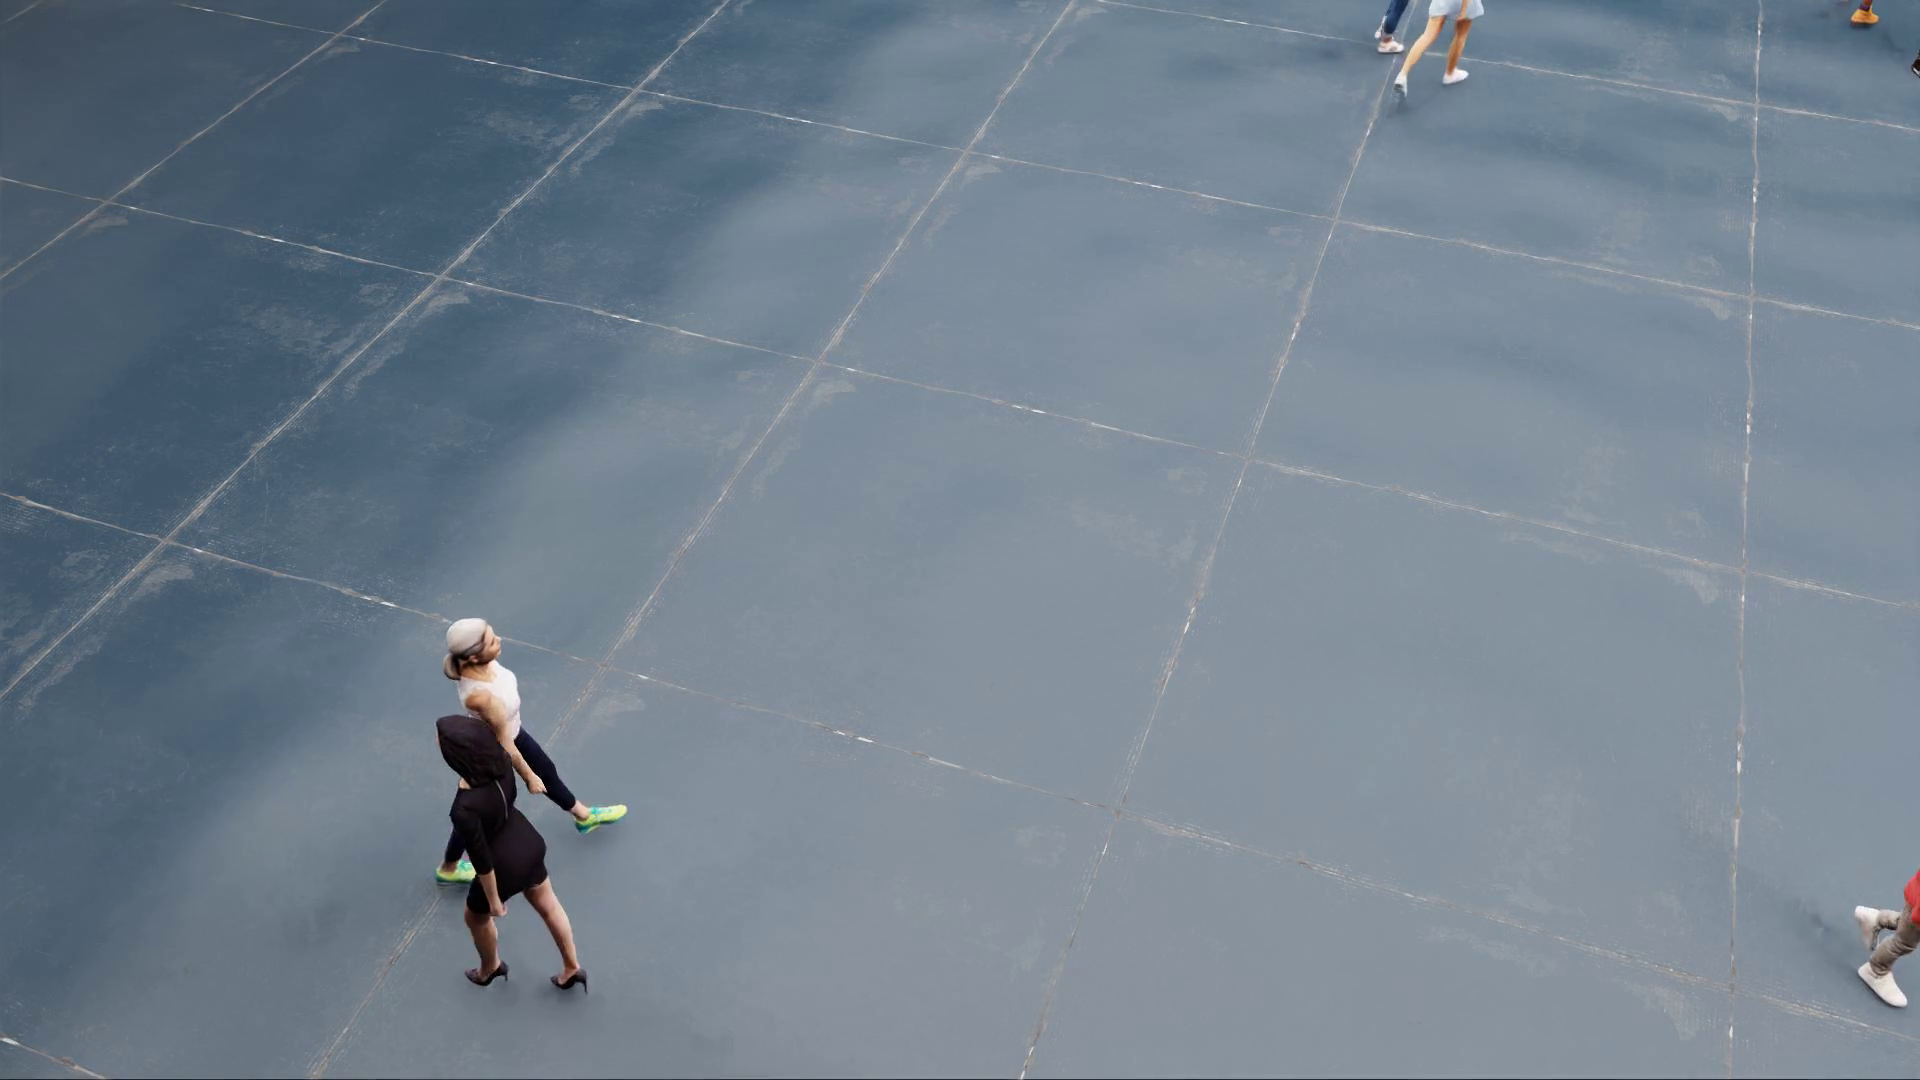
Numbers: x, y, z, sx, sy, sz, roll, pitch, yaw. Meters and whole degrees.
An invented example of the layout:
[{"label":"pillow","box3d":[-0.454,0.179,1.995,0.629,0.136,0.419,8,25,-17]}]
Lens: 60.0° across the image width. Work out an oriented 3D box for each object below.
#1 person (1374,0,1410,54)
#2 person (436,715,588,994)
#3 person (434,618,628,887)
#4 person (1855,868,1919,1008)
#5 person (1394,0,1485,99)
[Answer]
[{"label":"person","box3d":[3.723,-4.852,14.191,0.692,1.469,0.663,-8,44,-9]},{"label":"person","box3d":[-1.875,1.448,7.218,0.808,1.778,0.635,12,44,13]},{"label":"person","box3d":[-2.256,1.036,7.754,1.248,1.649,1.124,-14,45,-15]},{"label":"person","box3d":[4.297,1.525,7.406,0.696,1.409,0.763,-22,47,-22]},{"label":"person","box3d":[3.953,-4.387,13.529,1.110,1.694,1.144,-27,49,-26]}]
